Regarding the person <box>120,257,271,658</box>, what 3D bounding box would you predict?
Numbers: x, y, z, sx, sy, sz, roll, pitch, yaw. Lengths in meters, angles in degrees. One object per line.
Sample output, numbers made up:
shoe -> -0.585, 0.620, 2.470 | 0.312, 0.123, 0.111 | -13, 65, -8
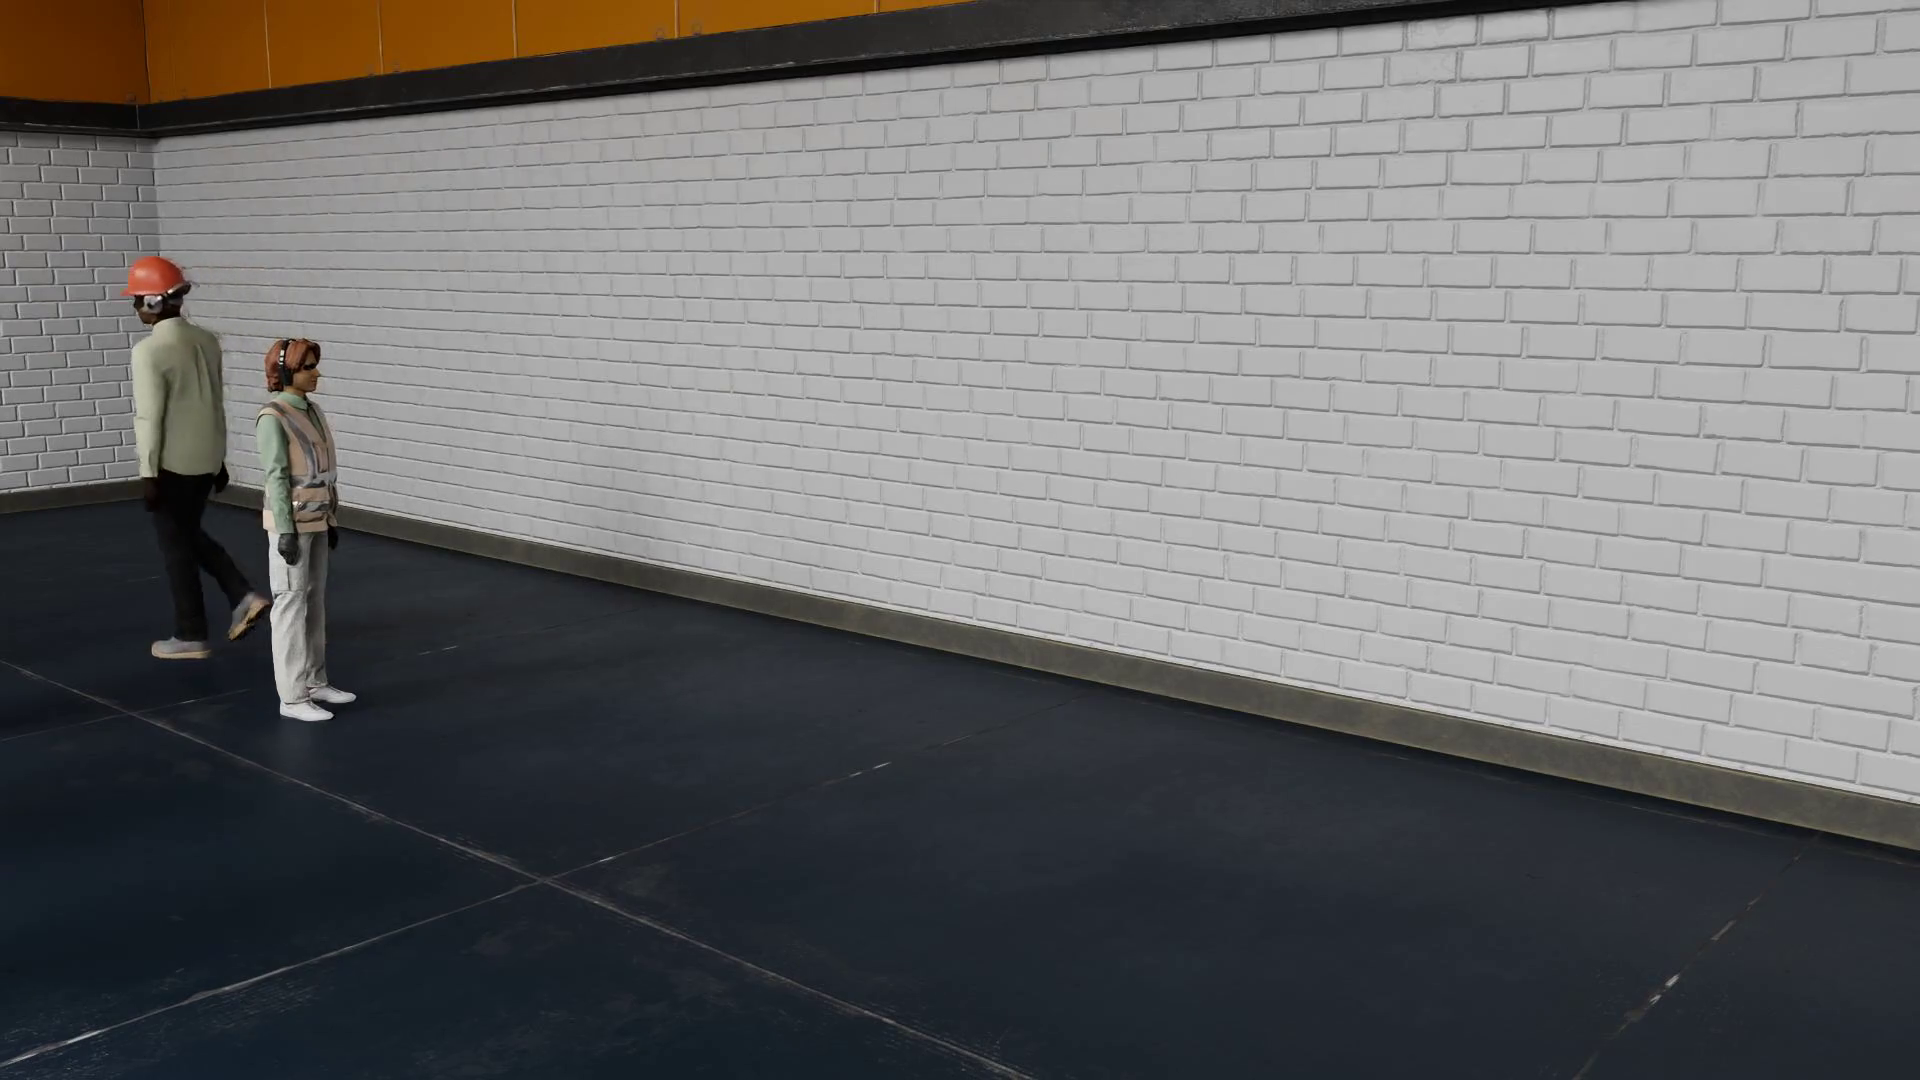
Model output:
person -> -3.784, -0.384, 8.133 | 0.498, 1.978, 0.633 | 2, 10, 9

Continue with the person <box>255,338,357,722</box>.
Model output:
person -> -2.845, -0.047, 7.189 | 0.308, 1.641, 0.511 | 0, 10, -1
